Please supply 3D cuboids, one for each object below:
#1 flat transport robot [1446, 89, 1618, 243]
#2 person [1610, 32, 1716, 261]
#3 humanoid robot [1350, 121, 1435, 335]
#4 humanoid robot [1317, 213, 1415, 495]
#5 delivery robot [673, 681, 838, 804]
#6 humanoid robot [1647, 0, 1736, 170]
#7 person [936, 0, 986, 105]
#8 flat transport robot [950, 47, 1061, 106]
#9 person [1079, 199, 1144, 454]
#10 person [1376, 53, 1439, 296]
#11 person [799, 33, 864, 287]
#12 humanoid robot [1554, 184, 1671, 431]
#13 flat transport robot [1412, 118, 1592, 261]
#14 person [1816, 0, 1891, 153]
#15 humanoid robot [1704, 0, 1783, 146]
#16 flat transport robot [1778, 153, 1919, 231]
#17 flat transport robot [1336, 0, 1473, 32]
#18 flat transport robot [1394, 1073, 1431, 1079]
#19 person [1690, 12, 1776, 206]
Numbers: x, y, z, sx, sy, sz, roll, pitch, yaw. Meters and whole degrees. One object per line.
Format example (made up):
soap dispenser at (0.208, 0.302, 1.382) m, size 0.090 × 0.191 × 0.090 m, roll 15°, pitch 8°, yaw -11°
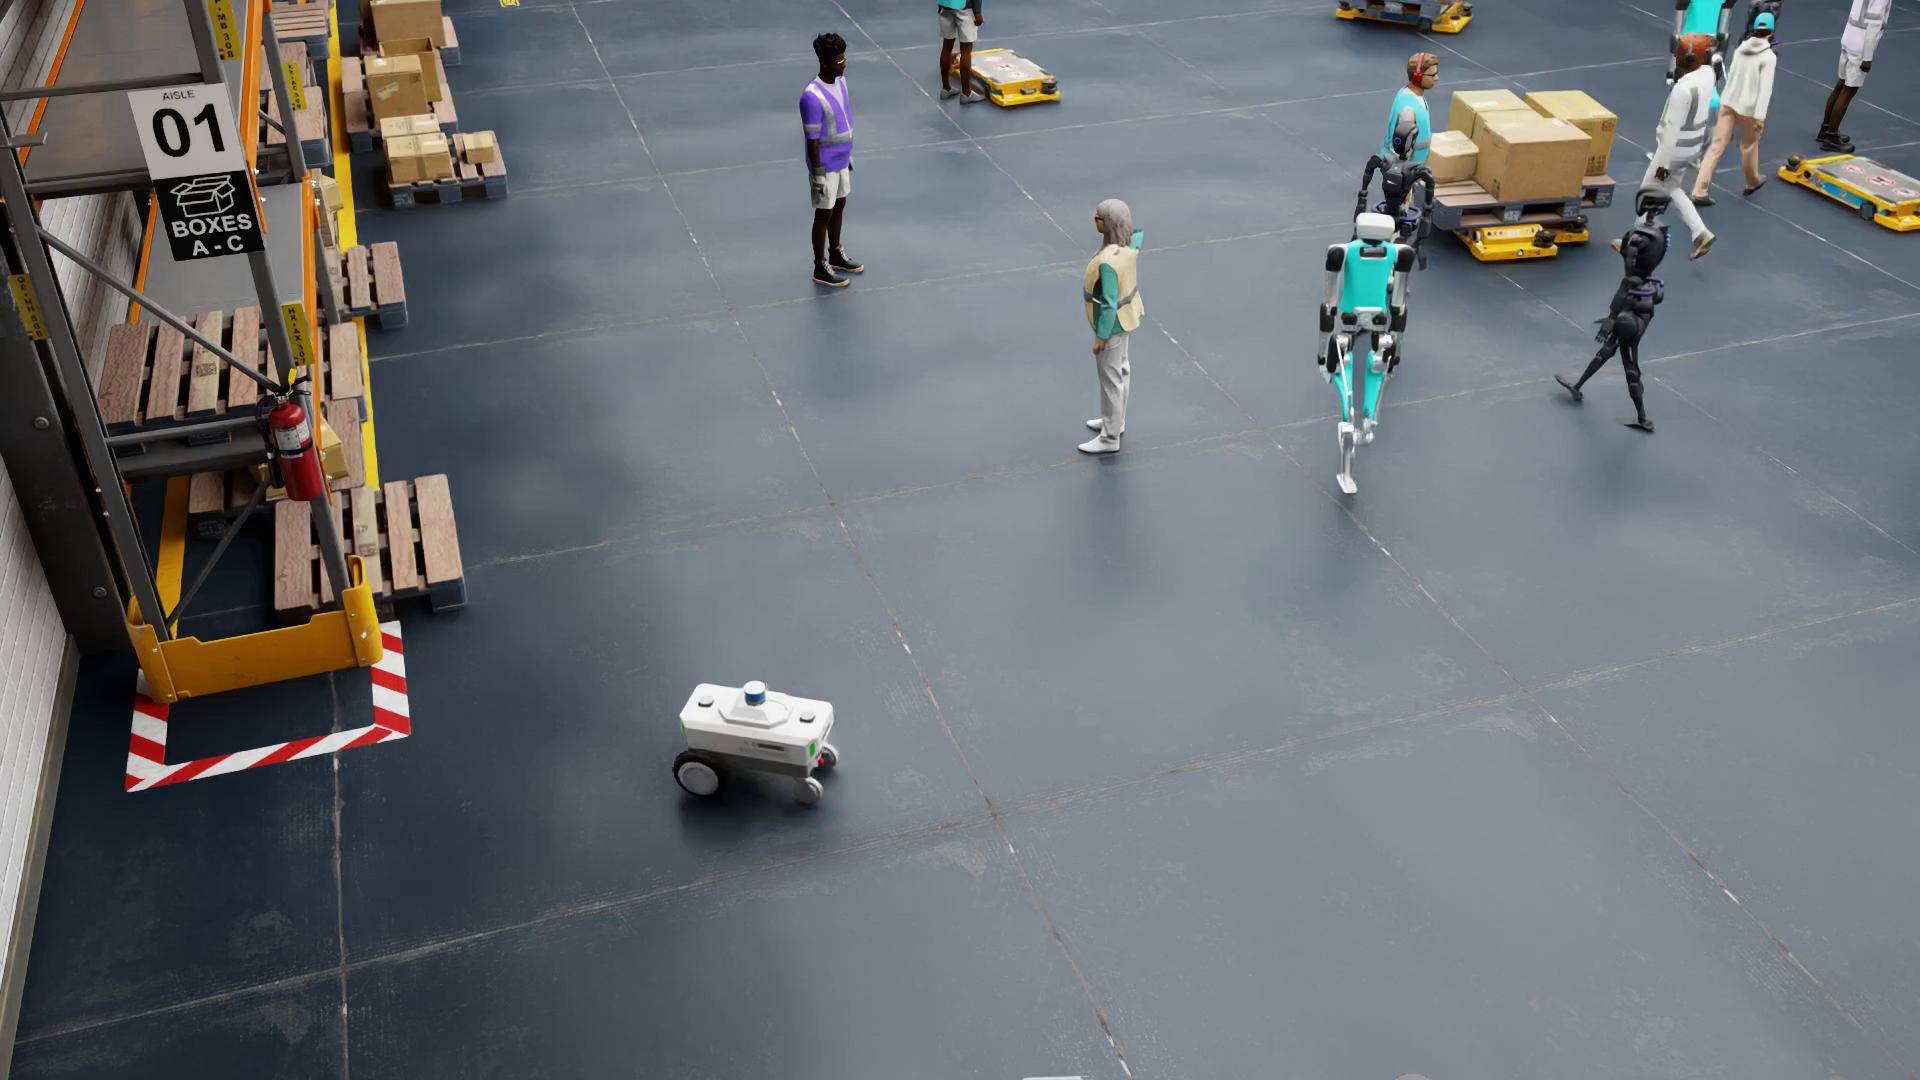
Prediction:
flat transport robot at (4.798, -2.907, 14.317) m, size 0.659 × 0.231 × 1.431 m, roll -4°, pitch 33°, yaw -6°
person at (5.695, -3.064, 13.102) m, size 0.590 × 1.861 × 0.714 m, roll -27°, pitch 42°, yaw -35°
humanoid robot at (3.098, -2.192, 11.918) m, size 0.599 × 1.657 × 0.315 m, roll 21°, pitch 39°, yaw 29°
humanoid robot at (2.470, -1.058, 10.142) m, size 0.532 × 1.718 × 1.027 m, roll 0°, pitch 33°, yaw 0°
delivery robot at (-1.014, 0.959, 8.143) m, size 0.796 × 0.613 × 0.499 m, roll 7°, pitch 34°, yaw 11°
humanoid robot at (6.642, -4.134, 14.855) m, size 0.530 × 1.750 × 0.802 m, roll -2°, pitch 33°, yaw -4°
person at (-0.024, -5.294, 16.449) m, size 0.565 × 1.938 × 0.412 m, roll 24°, pitch 40°, yaw 32°
flat transport robot at (0.435, -4.822, 17.255) m, size 0.659 × 0.231 × 1.431 m, roll -14°, pitch 35°, yaw -20°
person at (0.976, -1.353, 10.613) m, size 0.371 × 1.709 × 0.464 m, roll 9°, pitch 34°, yaw 14°
person at (3.382, -2.808, 12.721) m, size 0.390 × 1.846 × 0.565 m, roll 8°, pitch 34°, yaw 12°
person at (-0.997, -2.929, 12.809) m, size 0.366 × 1.960 × 0.602 m, roll 12°, pitch 35°, yaw 18°
humanoid robot at (4.394, -1.552, 10.986) m, size 0.766 × 1.626 × 0.595 m, roll 22°, pitch 39°, yaw 30°
flat transport robot at (4.418, -2.732, 14.049) m, size 0.659 × 0.231 × 1.431 m, roll -5°, pitch 33°, yaw -8°
person at (8.325, -4.549, 15.320) m, size 0.383 × 1.929 × 0.541 m, roll 6°, pitch 34°, yaw 9°
humanoid robot at (7.357, -4.495, 15.479) m, size 0.465 × 1.658 × 0.590 m, roll 0°, pitch 33°, yaw 1°
flat transport robot at (7.961, -3.070, 14.566) m, size 0.659 × 0.231 × 1.431 m, roll -11°, pitch 35°, yaw -16°
flat transport robot at (5.154, -6.131, 19.262) m, size 1.431 × 0.231 × 0.659 m, roll 17°, pitch 37°, yaw 24°
flat transport robot at (1.751, 2.577, 5.906) m, size 0.659 × 0.231 × 1.431 m, roll 12°, pitch 35°, yaw 17°
person at (6.744, -3.689, 14.277) m, size 0.905 × 1.601 × 0.518 m, roll -17°, pitch 37°, yaw -24°
